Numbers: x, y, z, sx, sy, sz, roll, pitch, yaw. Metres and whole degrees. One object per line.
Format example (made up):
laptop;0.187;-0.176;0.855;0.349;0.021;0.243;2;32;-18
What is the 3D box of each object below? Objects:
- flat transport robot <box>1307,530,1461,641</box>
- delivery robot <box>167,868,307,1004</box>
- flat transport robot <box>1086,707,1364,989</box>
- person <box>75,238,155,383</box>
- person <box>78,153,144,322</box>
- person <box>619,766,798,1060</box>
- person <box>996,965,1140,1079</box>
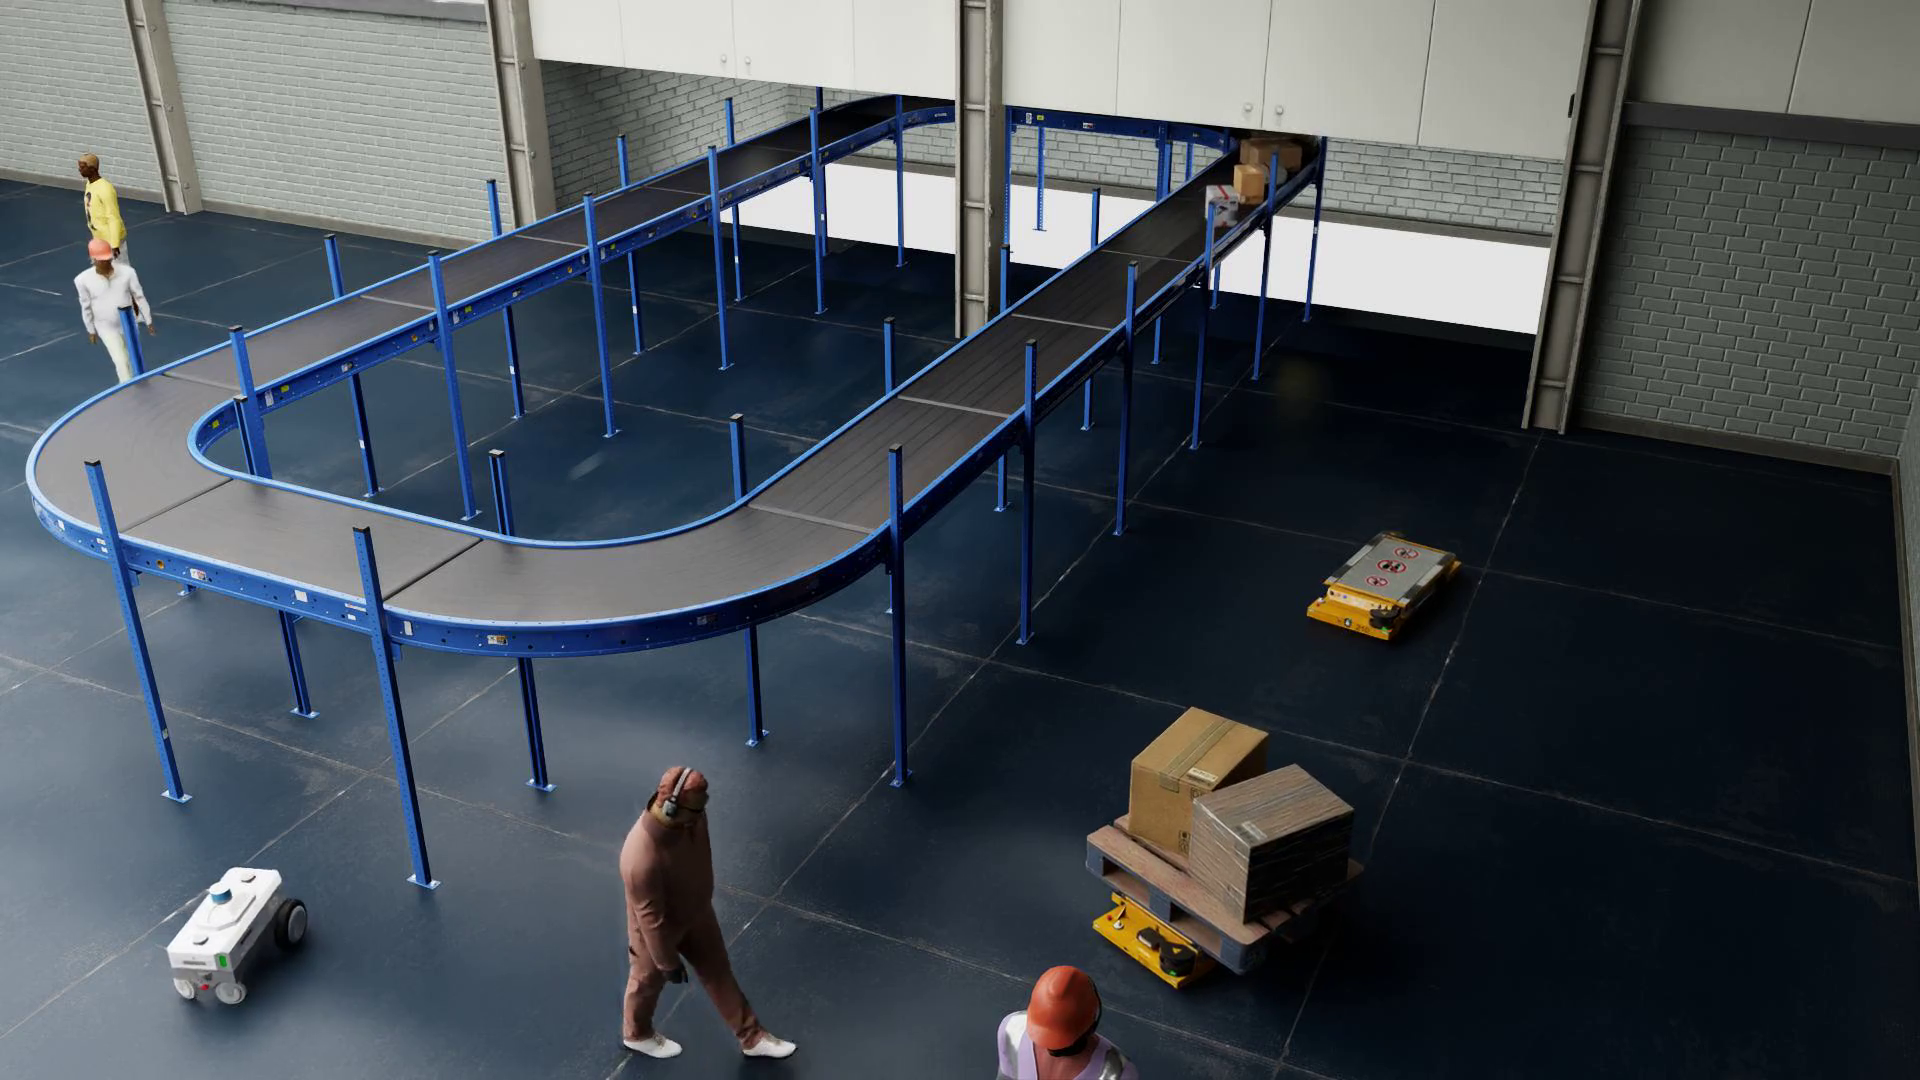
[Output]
flat transport robot;3.286;0.333;12.805;0.659;0.231;1.431;18;32;32
delivery robot;-3.919;2.095;8.952;0.520;0.612;0.783;2;26;5
flat transport robot;1.484;2.006;9.434;1.431;0.231;0.659;-20;33;-35
person;-8.172;-2.120;16.115;0.575;1.719;0.793;-21;33;-36
person;-9.378;-3.305;18.305;0.544;1.899;0.377;22;34;37
person;-1.291;1.837;8.003;0.975;1.838;0.707;10;28;19
person;0.383;2.474;6.513;0.603;2.035;0.399;16;30;29
